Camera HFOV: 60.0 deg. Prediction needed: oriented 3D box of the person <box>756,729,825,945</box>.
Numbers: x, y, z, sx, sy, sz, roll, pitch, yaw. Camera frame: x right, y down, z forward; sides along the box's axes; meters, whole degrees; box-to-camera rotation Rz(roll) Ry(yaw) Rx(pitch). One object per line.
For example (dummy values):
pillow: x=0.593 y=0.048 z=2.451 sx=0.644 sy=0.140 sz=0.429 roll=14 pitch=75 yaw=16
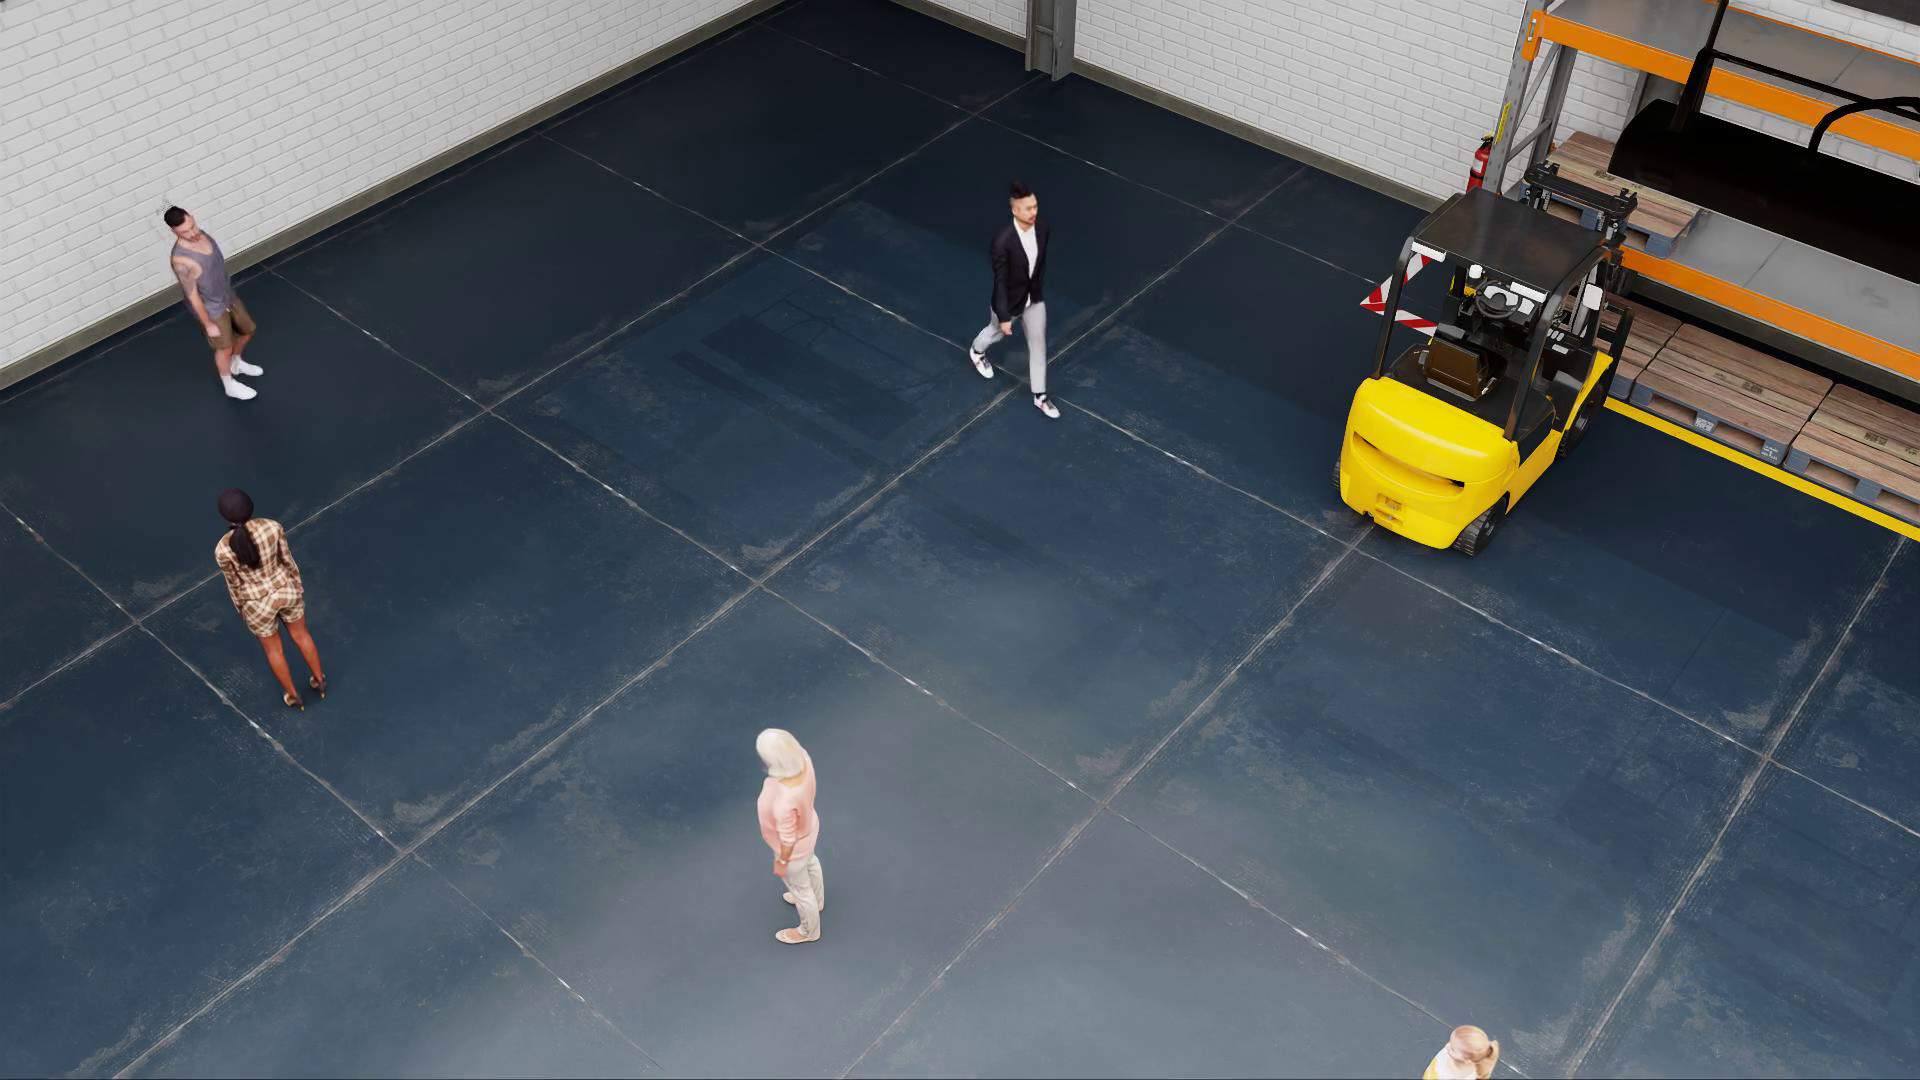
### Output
person: x=-0.901 y=1.599 z=9.050 sx=0.699 sy=1.724 sz=0.683 roll=5 pitch=44 yaw=5

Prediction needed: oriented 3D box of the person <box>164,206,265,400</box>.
person: x=-5.685 y=-1.801 z=12.599 sx=0.884 sy=1.806 sz=0.847 roll=-4 pitch=44 yaw=-4

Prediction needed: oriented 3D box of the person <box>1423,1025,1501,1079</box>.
person: x=2.386 y=2.753 z=8.161 sx=0.622 sy=1.279 sz=0.578 roll=5 pitch=44 yaw=5

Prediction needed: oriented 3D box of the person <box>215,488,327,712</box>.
person: x=-4.253 y=0.379 z=10.282 sx=0.612 sy=1.792 sz=0.595 roll=-30 pitch=51 yaw=-28

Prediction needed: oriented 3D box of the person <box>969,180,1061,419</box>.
person: x=0.360 y=-1.884 z=12.572 sx=0.954 sy=1.909 sz=1.328 roll=-25 pitch=49 yaw=-24
